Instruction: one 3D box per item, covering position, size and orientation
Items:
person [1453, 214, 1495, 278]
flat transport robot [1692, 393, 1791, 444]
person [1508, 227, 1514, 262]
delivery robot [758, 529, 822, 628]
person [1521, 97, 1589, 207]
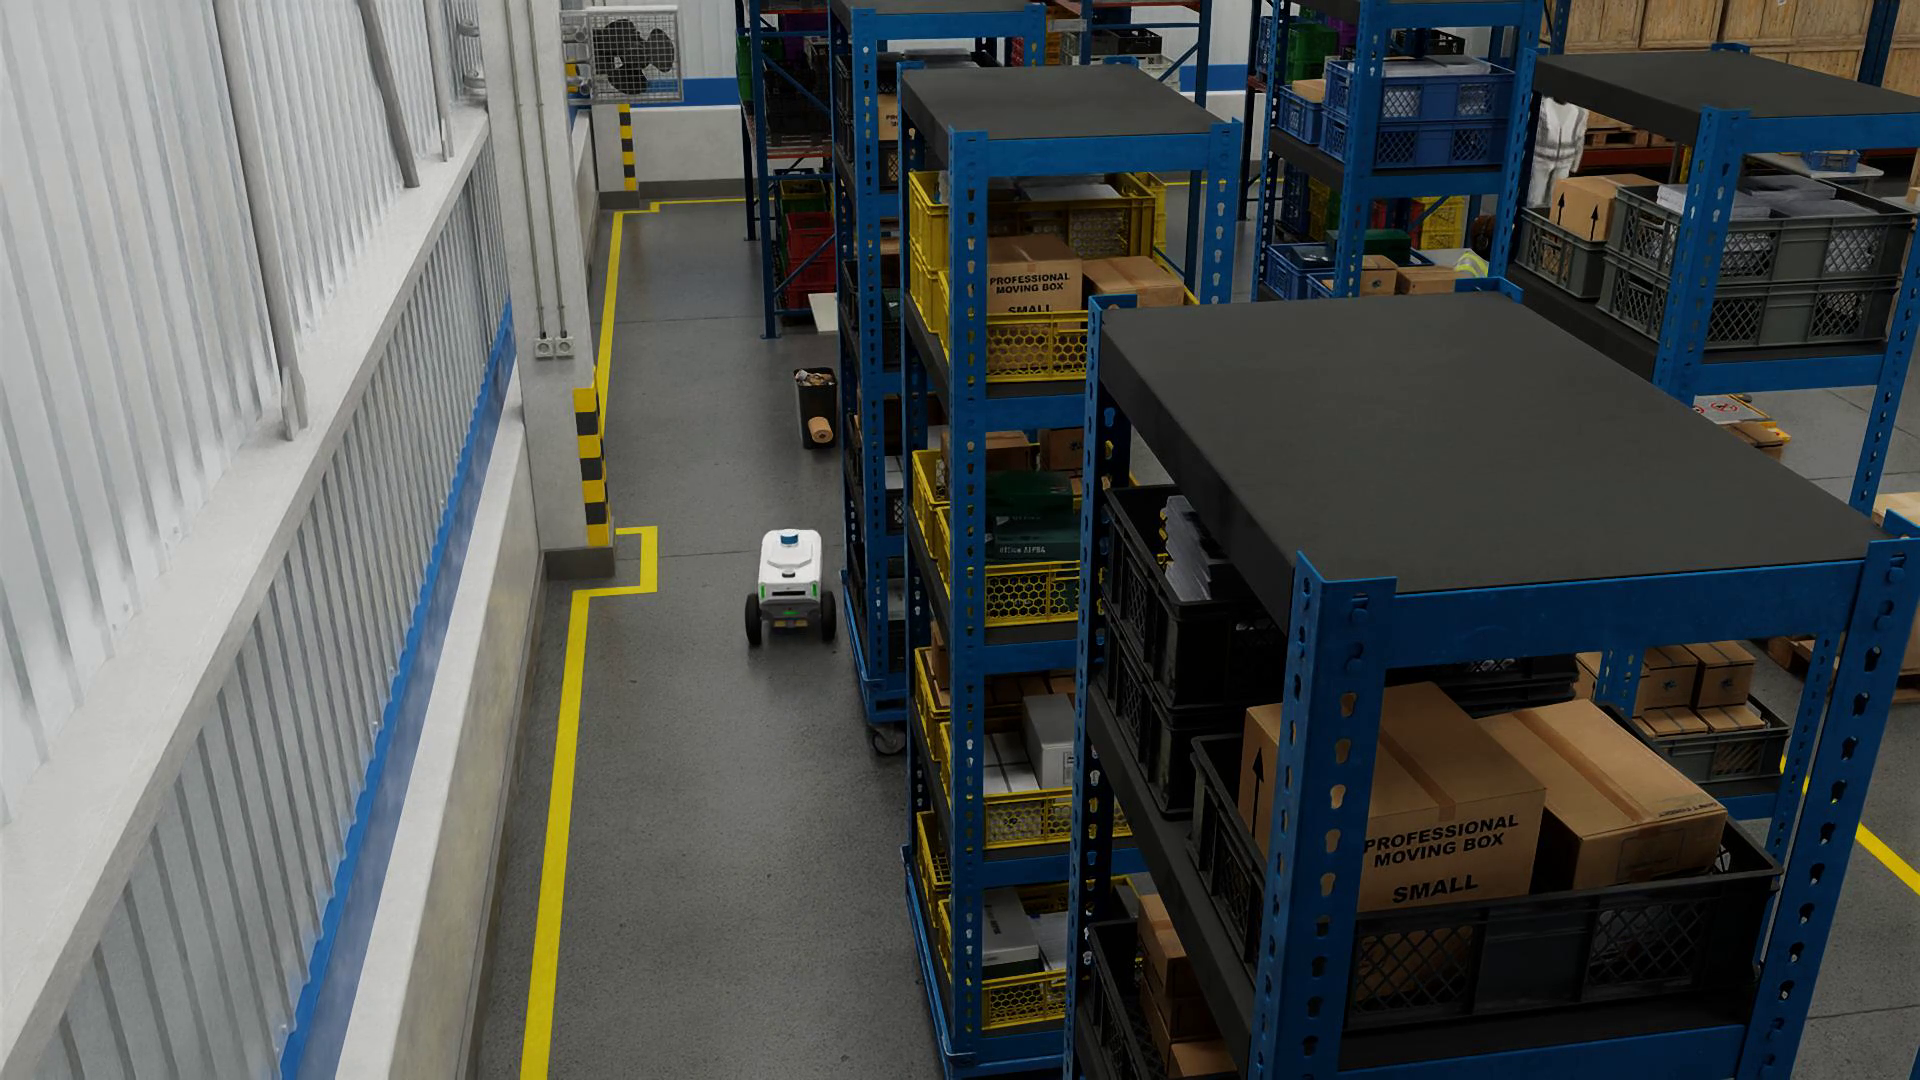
[{"bbox_3d":[3.456,-1.274,11.168,0.429,1.842,0.633,16,29,30],"label":"person"},{"bbox_3d":[5.224,-0.859,12.132,1.431,0.197,0.652,-4,25,-8],"label":"flat transport robot"},{"bbox_3d":[3.464,-1.034,10.535,0.354,1.936,0.635,10,27,21],"label":"person"},{"bbox_3d":[-0.962,0.174,9.441,0.477,0.478,0.707,-2,25,-3],"label":"delivery robot"},{"bbox_3d":[5.858,-3.741,16.505,0.589,1.866,0.642,2,25,4],"label":"person"}]
